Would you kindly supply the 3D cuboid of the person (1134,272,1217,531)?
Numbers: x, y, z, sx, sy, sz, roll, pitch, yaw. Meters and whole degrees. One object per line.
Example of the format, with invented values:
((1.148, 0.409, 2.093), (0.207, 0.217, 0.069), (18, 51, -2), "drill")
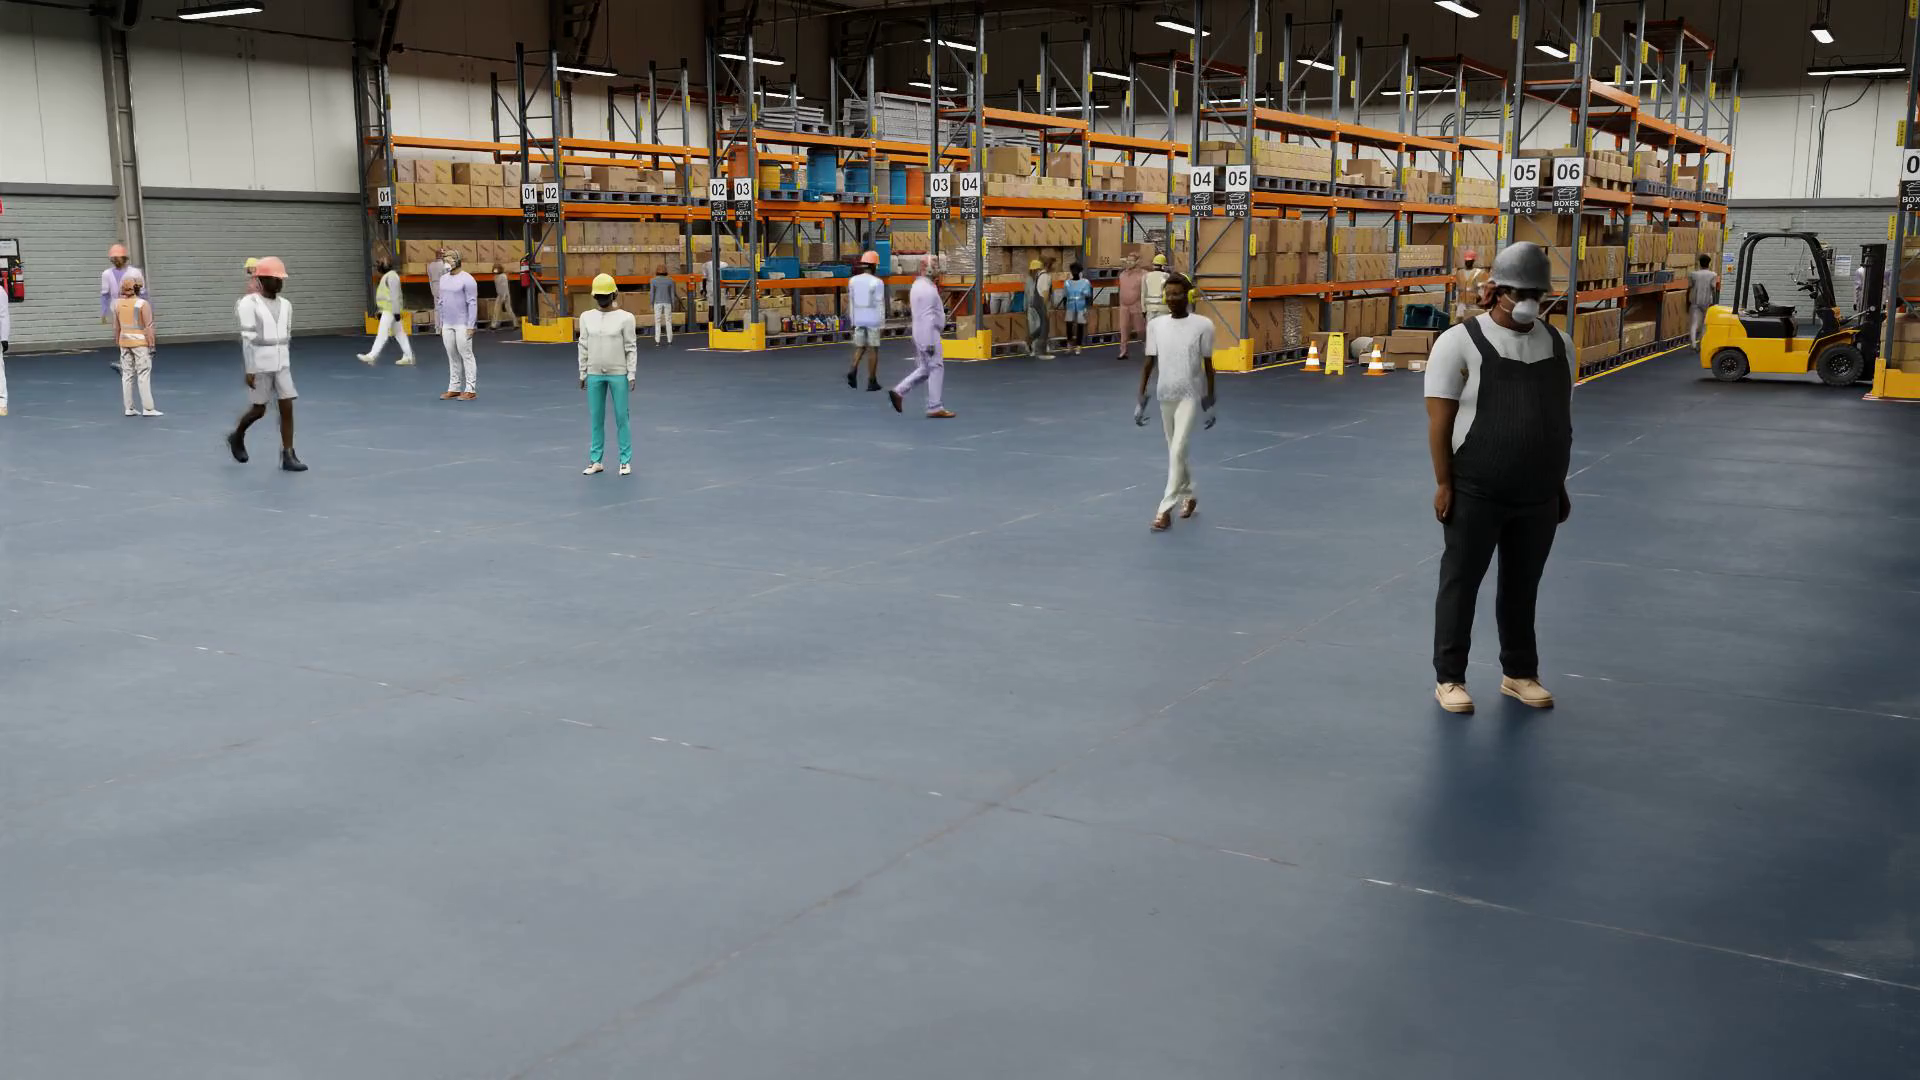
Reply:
((1.557, -1.009, 11.979), (0.541, 1.827, 0.977), (6, 12, 29), "person")

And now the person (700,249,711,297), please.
((-6.081, -6.113, 40.409), (0.591, 1.875, 0.354), (6, 12, 31), "person")

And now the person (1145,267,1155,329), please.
((3.715, -4.315, 31.053), (0.697, 1.619, 0.524), (-9, 14, -42), "person")

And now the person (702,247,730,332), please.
((-5.418, -5.550, 36.983), (0.613, 1.963, 0.362), (0, 10, 2), "person")

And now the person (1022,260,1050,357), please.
((1.355, -4.128, 29.695), (0.496, 1.733, 0.382), (7, 12, 33), "person")

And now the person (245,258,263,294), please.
((-12.347, -4.062, 29.210), (0.330, 1.767, 0.528), (-9, 13, -41), "person")

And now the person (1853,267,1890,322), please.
((17.261, -4.552, 31.545), (0.582, 1.919, 0.391), (5, 11, 27), "person")

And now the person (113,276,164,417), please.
((-9.637, -2.255, 19.447), (0.521, 1.638, 0.311), (3, 10, 15), "person")

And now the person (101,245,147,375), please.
((-13.019, -3.573, 25.839), (0.631, 1.985, 1.069), (0, 10, 1), "person")

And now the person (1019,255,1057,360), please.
((1.396, -4.016, 28.817), (0.570, 1.814, 0.572), (-2, 10, -9), "person")

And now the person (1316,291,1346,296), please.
((8.550, -5.746, 38.368), (0.617, 1.858, 1.038), (7, 12, 35), "person")

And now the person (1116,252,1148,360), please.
((3.073, -4.104, 29.163), (0.643, 1.876, 0.860), (7, 13, 36), "person")

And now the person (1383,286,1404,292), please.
((10.197, -5.900, 39.158), (0.557, 1.899, 0.971), (7, 12, 34), "person")

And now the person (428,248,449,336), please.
((-11.242, -5.375, 36.171), (0.642, 1.909, 0.410), (6, 12, 31), "person")

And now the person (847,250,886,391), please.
((-1.274, -2.982, 22.713), (0.571, 1.925, 0.547), (6, 12, 28), "person")

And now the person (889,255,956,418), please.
((-0.429, -2.344, 19.248), (0.687, 1.882, 0.654), (-2, 10, -13), "person")

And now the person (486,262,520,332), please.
((-10.433, -5.521, 37.870), (0.532, 1.585, 0.878), (8, 13, 39), "person")

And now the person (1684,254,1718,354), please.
((13.606, -4.330, 30.574), (0.538, 1.827, 0.967), (6, 12, 29), "person")

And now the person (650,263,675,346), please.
((-5.879, -4.650, 32.905), (0.495, 1.625, 0.278), (-4, 11, -20), "person")

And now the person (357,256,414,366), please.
((-9.565, -3.789, 27.597), (0.947, 1.793, 0.660), (-4, 11, -23), "person")

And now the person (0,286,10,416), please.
((-11.441, -2.353, 19.428), (0.634, 1.841, 0.429), (0, 10, -3), "person")

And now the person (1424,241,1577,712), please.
((2.376, -0.268, 7.188), (0.682, 2.000, 0.538), (-2, 10, -12), "person")

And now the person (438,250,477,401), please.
((-6.485, -2.763, 21.455), (0.629, 1.940, 0.373), (6, 12, 30), "person")

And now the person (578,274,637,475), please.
((-3.088, -1.442, 14.559), (0.522, 1.761, 0.322), (1, 10, 6), "person")

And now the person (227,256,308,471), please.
((-6.223, -1.568, 14.834), (0.802, 1.914, 0.554), (6, 12, 30), "person")

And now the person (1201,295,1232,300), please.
((4.660, -4.395, 30.334), (0.606, 2.035, 0.405), (6, 12, 30), "person")

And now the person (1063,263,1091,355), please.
((2.102, -4.164, 30.041), (0.537, 1.672, 0.511), (2, 10, 13), "person")

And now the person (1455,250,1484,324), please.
((9.623, -4.522, 31.406), (0.555, 1.907, 0.911), (8, 13, 38), "person")

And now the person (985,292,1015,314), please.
((0.802, -4.814, 32.983), (0.624, 1.931, 0.371), (0, 10, 1), "person")

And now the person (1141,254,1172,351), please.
((3.401, -3.971, 28.516), (0.601, 1.830, 0.403), (6, 12, 30), "person")
